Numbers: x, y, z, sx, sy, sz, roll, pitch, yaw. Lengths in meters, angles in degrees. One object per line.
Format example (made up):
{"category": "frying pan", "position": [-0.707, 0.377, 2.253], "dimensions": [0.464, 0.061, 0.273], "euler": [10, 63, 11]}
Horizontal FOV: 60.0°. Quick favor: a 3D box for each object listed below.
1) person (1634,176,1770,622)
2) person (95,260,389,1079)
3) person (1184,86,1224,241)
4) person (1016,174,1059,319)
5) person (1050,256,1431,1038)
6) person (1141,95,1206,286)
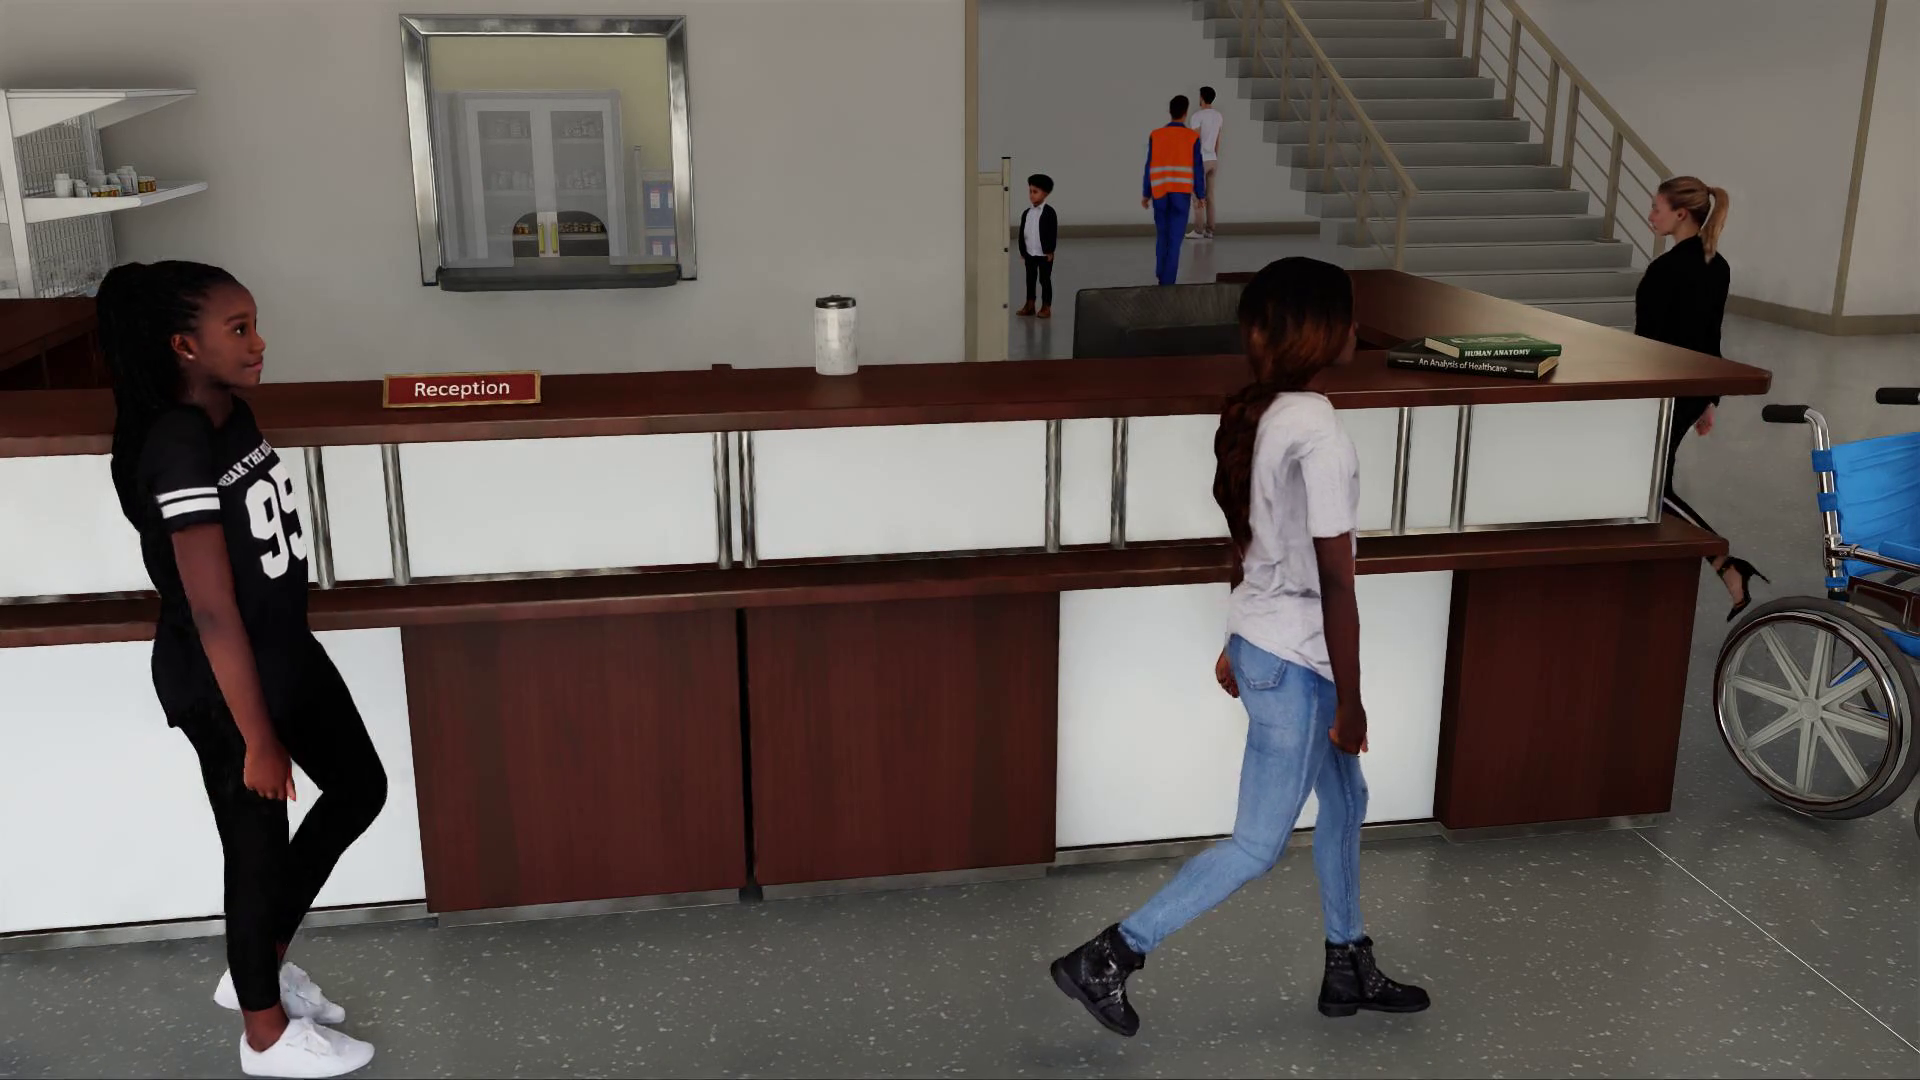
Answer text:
{"category": "person", "position": [2.708, -0.470, 6.192], "dimensions": [0.888, 1.675, 1.099], "euler": [-11, 19, -34]}
{"category": "person", "position": [-1.513, 0.308, 3.342], "dimensions": [0.704, 1.725, 0.573], "euler": [-2, 16, -8]}
{"category": "person", "position": [3.093, -4.780, 21.091], "dimensions": [0.768, 1.887, 0.762], "euler": [-12, 20, -37]}
{"category": "person", "position": [0.683, -2.543, 14.380], "dimensions": [0.570, 1.223, 0.632], "euler": [11, 19, 34]}
{"category": "person", "position": [0.605, 0.295, 3.453], "dimensions": [0.697, 1.688, 1.050], "euler": [-2, 16, -6]}
{"category": "person", "position": [1.949, -3.162, 15.434], "dimensions": [0.928, 1.842, 1.005], "euler": [5, 17, 18]}
